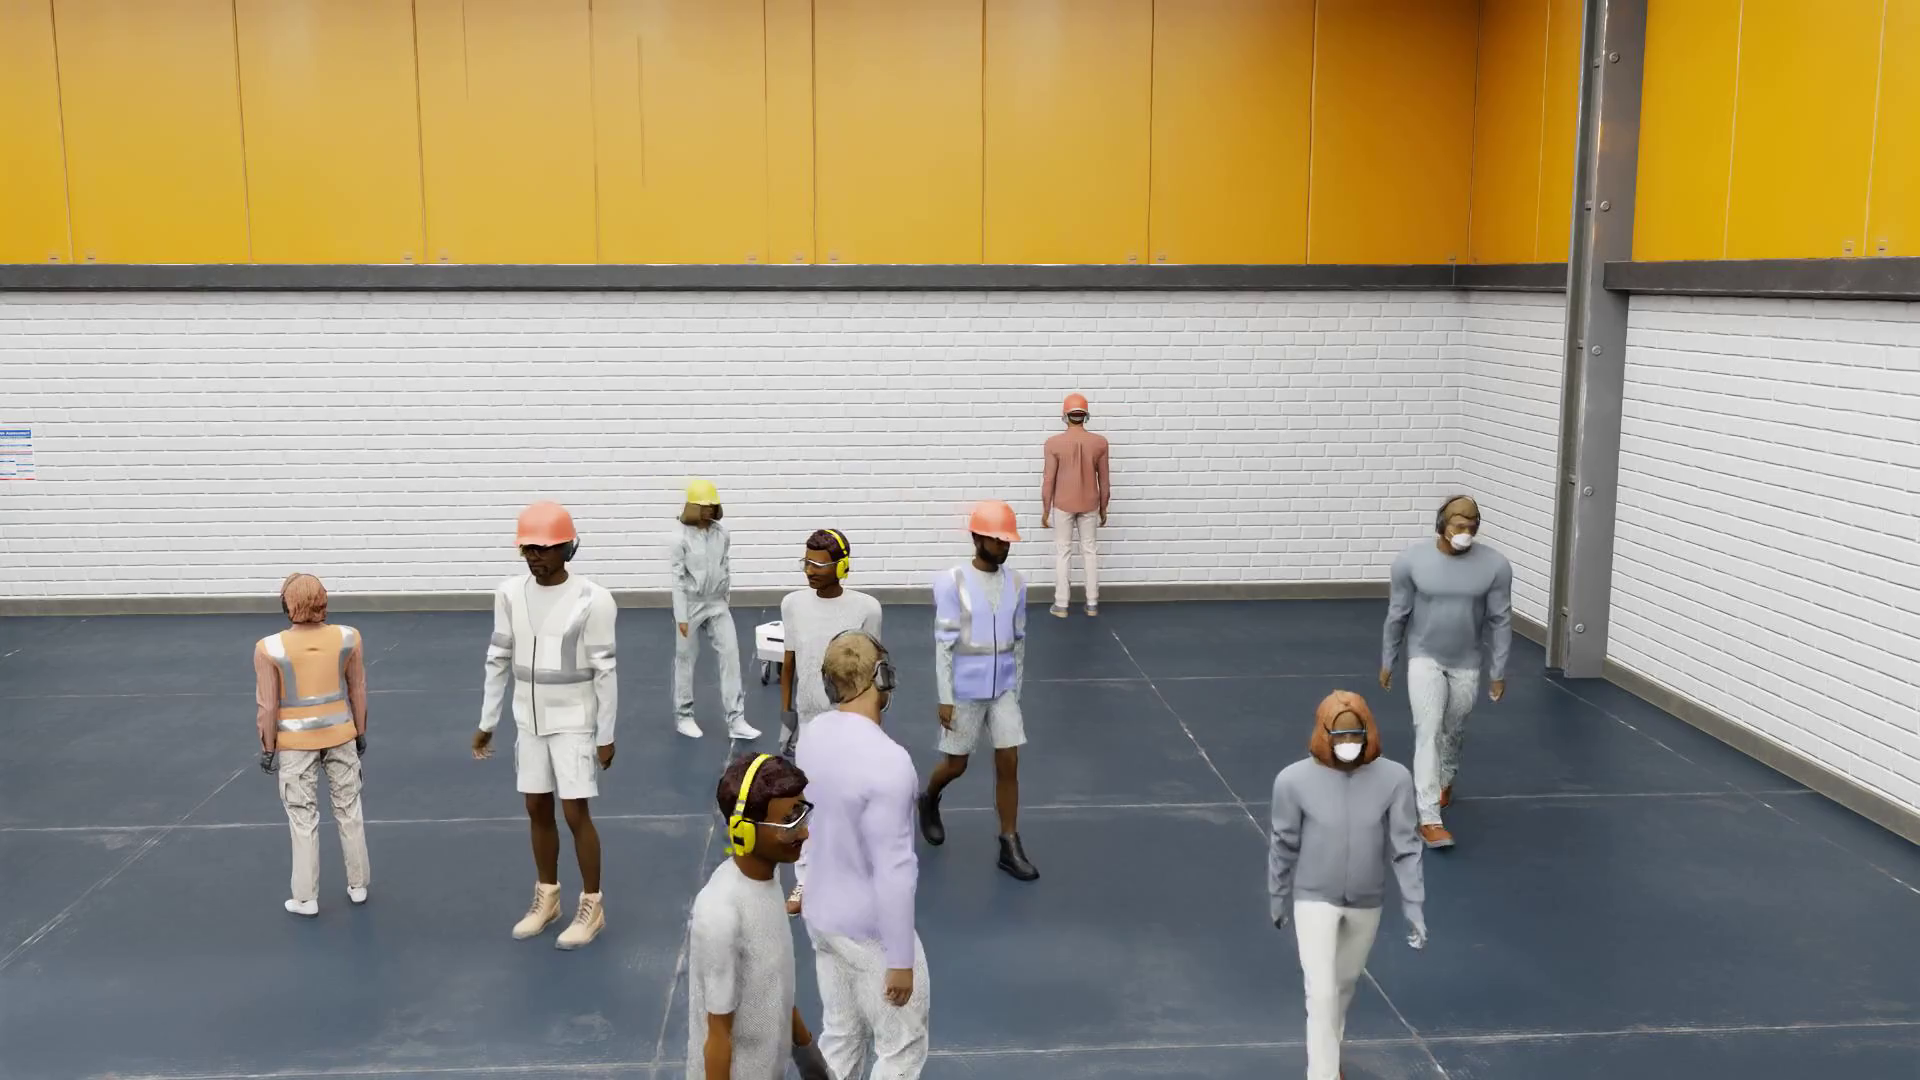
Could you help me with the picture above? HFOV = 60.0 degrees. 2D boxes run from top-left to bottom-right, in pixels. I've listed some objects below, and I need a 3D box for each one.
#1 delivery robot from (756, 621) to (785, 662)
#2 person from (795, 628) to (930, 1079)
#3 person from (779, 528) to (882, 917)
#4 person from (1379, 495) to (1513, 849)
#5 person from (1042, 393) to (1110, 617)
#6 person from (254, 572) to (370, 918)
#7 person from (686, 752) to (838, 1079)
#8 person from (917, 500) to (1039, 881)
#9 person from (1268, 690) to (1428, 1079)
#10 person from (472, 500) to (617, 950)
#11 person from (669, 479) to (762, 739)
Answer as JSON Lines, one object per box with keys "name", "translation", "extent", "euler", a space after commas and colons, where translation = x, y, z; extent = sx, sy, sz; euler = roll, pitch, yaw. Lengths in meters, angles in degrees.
{"name": "delivery robot", "translation": [-1.163, 0.754, 12.341], "extent": [0.707, 0.478, 0.477], "euler": [5, 10, 30]}
{"name": "person", "translation": [-0.334, 1.241, 5.364], "extent": [0.403, 1.906, 0.675], "euler": [-6, 11, -33]}
{"name": "person", "translation": [-0.609, 0.864, 7.849], "extent": [0.512, 1.866, 0.329], "euler": [2, 9, 10]}
{"name": "person", "translation": [2.642, 0.663, 9.088], "extent": [0.673, 1.887, 1.034], "euler": [1, 9, 8]}
{"name": "person", "translation": [1.024, -0.308, 14.792], "extent": [0.622, 1.992, 0.395], "euler": [-2, 9, -12]}
{"name": "person", "translation": [-3.061, 0.968, 7.888], "extent": [0.514, 1.641, 0.315], "euler": [-7, 12, -38]}
{"name": "person", "translation": [-0.502, 1.443, 4.307], "extent": [0.648, 1.844, 0.601], "euler": [0, 9, 1]}
{"name": "person", "translation": [0.090, 0.733, 8.499], "extent": [0.578, 1.915, 0.801], "euler": [-5, 10, -29]}
{"name": "person", "translation": [1.369, 1.301, 5.971], "extent": [0.506, 1.584, 0.852], "euler": [-1, 9, -4]}
{"name": "person", "translation": [-1.853, 0.826, 7.553], "extent": [0.628, 2.040, 0.399], "euler": [4, 10, 22]}
{"name": "person", "translation": [-1.610, 0.470, 10.782], "extent": [0.499, 1.714, 0.762], "euler": [-9, 12, -43]}
